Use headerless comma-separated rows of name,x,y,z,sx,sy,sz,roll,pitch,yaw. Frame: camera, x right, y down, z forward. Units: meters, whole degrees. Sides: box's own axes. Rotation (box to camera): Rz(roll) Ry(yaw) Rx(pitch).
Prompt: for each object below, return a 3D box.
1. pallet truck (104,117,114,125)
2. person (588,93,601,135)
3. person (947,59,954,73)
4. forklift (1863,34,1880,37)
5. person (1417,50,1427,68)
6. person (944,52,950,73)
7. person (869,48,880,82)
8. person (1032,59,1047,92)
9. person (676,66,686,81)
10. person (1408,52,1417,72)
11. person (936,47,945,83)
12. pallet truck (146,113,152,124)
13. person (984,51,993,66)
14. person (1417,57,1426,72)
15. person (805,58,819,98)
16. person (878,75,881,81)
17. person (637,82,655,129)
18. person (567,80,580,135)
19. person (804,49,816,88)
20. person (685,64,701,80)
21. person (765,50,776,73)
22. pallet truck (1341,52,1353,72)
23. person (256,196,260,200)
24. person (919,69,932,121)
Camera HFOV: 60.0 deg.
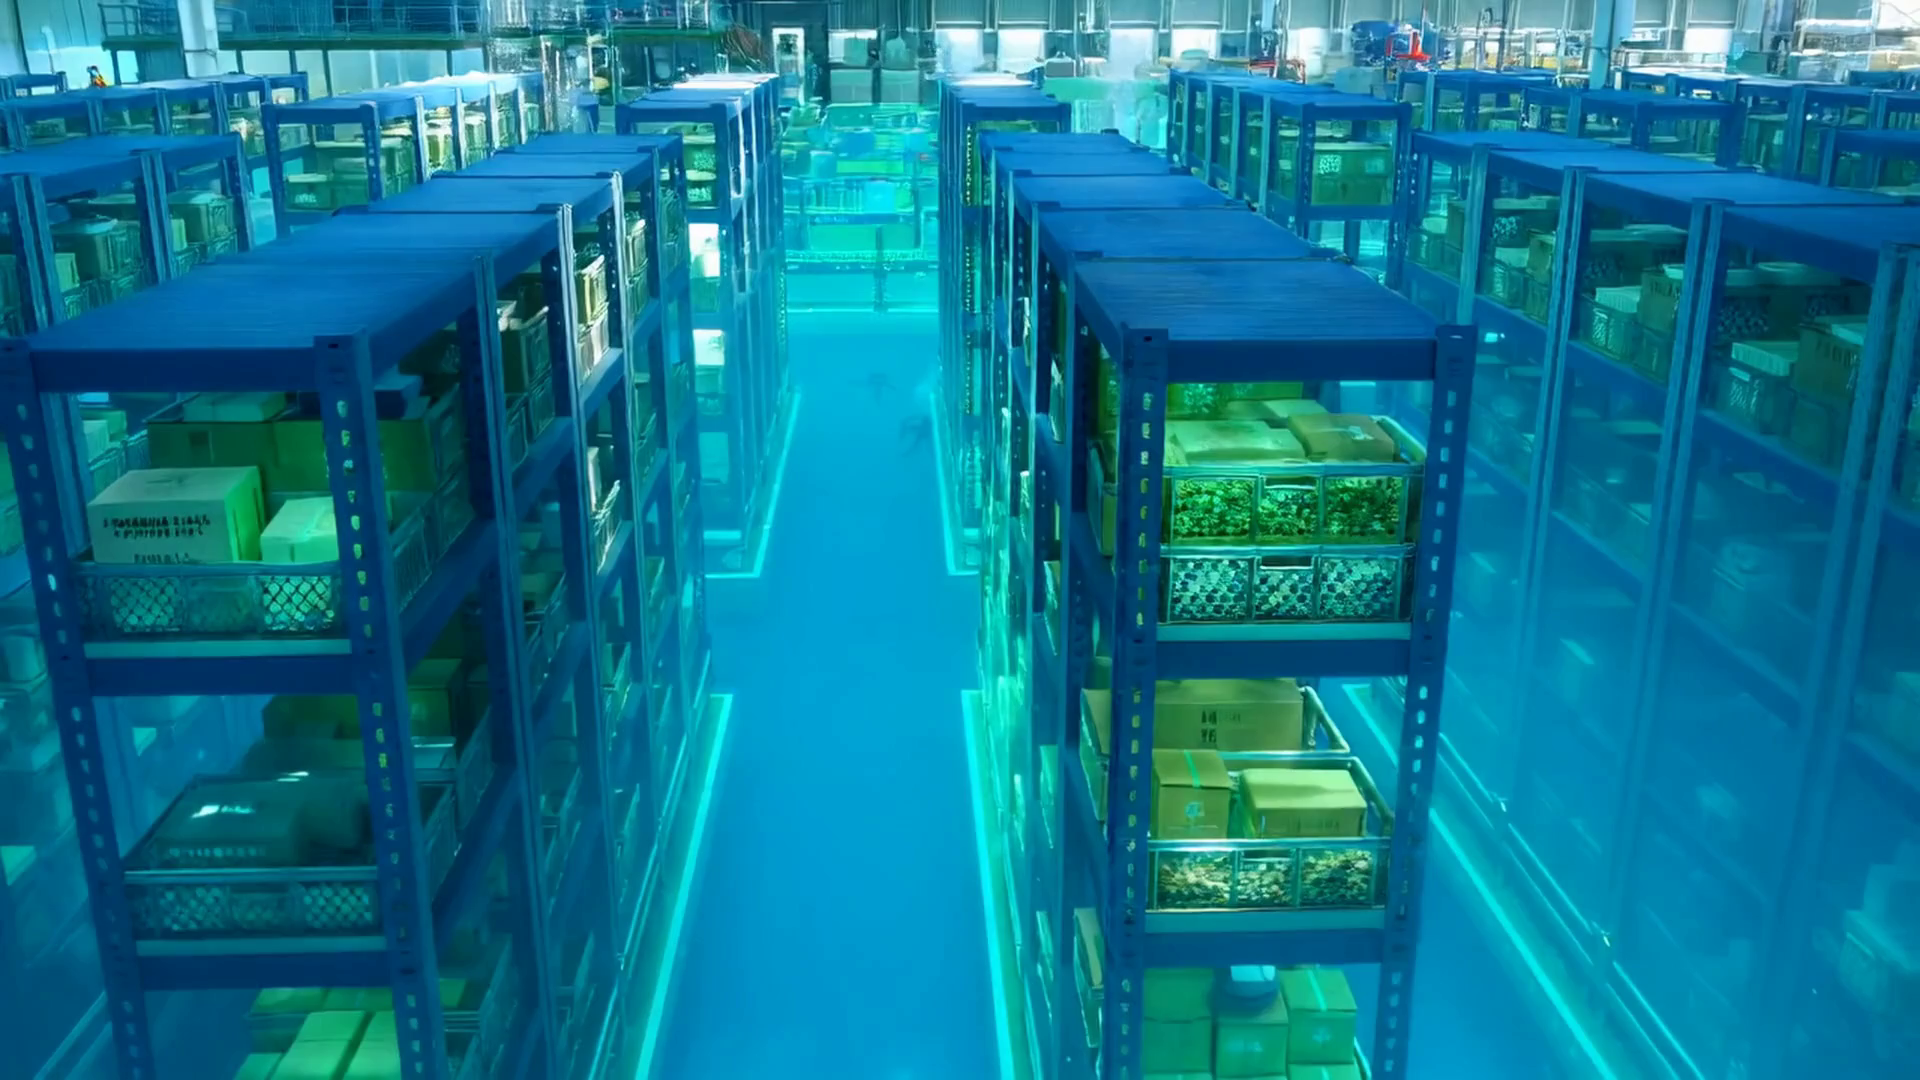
pallet truck,-18.367,-7.885,35.078,1.885,1.965,0.823,1,18,2
person,-10.578,-11.912,47.803,0.876,1.842,0.528,4,18,13
person,-0.383,-20.923,75.659,0.662,1.851,0.536,-4,18,-11
forklift,44.123,-23.231,81.154,1.129,2.768,1.873,-1,18,-2
person,23.756,-24.197,85.554,0.618,1.997,0.373,-9,20,-25
person,-0.667,-25.647,90.446,0.534,1.751,0.532,17,24,42
person,-4.723,-26.340,92.335,0.575,1.901,0.476,3,18,8
person,3.372,-19.352,70.525,0.623,2.016,0.543,4,18,13
person,-11.014,-17.645,65.430,0.557,1.902,0.593,-12,22,-34
person,23.567,-24.409,86.466,0.631,1.841,0.597,-15,23,-38
person,-0.933,-26.557,93.020,0.886,1.901,0.571,3,18,11
pallet truck,-18.087,-8.309,36.390,1.885,1.965,0.823,-1,18,-4
person,1.603,-26.919,94.466,0.532,1.692,0.320,1,18,4
person,21.790,-21.865,78.589,0.430,1.845,0.620,2,18,6
person,-6.739,-21.089,76.093,0.631,1.911,0.947,-6,19,-18
person,-4.310,-26.696,93.604,0.791,1.802,0.688,4,18,11
person,-10.620,-14.718,56.643,0.795,1.737,0.523,-5,18,-14
person,-12.731,-14.242,54.949,0.453,1.869,0.612,0,18,1
person,-7.857,-24.611,86.860,0.622,1.980,0.407,4,18,13
person,-10.420,-17.547,64.907,0.683,2.000,0.538,-11,21,-32
person,-10.194,-25.388,89.367,0.602,1.924,0.852,-12,21,-32
pallet truck,18.794,-23.123,82.231,0.823,1.965,1.885,-13,22,-35
person,-8.738,-3.374,21.121,0.617,1.993,0.396,9,20,25
person,-1.290,-16.834,62.888,0.649,1.914,0.582,11,21,32
